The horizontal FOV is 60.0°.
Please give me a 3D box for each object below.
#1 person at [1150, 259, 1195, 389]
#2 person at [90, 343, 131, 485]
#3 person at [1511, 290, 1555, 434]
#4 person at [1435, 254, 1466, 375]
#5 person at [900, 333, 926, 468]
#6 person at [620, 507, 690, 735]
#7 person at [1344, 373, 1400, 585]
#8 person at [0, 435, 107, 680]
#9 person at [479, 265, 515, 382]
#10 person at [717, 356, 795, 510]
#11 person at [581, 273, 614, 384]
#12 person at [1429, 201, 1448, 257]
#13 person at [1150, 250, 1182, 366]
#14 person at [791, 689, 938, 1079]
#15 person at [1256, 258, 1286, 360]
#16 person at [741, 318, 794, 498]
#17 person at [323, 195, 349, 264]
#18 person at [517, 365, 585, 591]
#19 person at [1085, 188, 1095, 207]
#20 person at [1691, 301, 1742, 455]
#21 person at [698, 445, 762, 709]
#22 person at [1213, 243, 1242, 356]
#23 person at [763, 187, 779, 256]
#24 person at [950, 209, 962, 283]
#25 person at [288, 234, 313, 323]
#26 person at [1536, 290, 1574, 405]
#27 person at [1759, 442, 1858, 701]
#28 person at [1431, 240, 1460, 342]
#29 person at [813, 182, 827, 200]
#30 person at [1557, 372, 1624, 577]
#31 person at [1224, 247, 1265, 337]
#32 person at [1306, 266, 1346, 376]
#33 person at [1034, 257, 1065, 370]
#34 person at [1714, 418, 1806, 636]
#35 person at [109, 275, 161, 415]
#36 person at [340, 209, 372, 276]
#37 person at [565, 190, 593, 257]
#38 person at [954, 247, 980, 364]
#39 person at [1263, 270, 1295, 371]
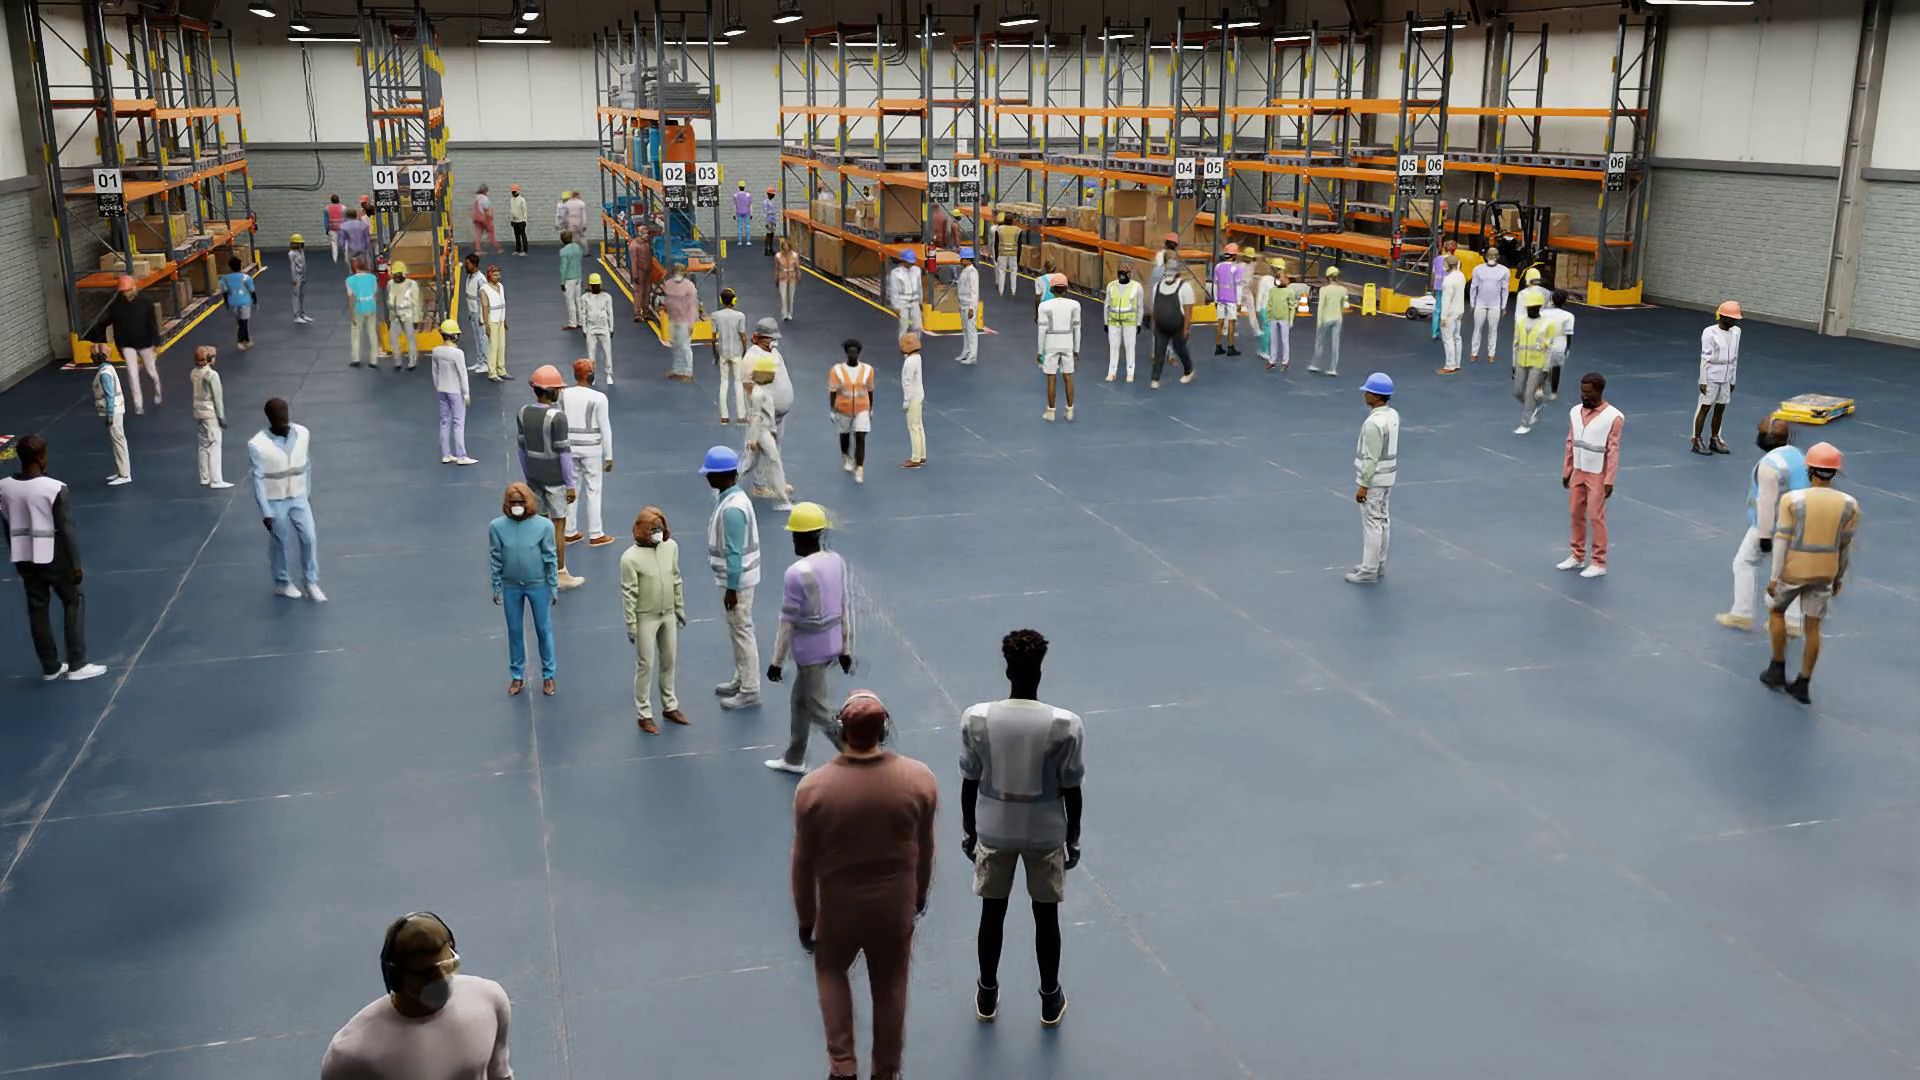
[{"bbox_3d":[3.292,-3.388,25.687,0.718,2.000,0.995,9,17,30],"label":"person"},{"bbox_3d":[-9.789,-1.453,19.172,0.315,1.641,0.515,-7,16,-25],"label":"person"},{"bbox_3d":[7.606,-2.364,22.090,0.516,1.911,0.586,-11,19,-36],"label":"person"},{"bbox_3d":[7.926,-3.634,26.839,0.378,1.929,0.626,11,18,36],"label":"person"},{"bbox_3d":[-0.576,-1.687,20.086,0.286,1.624,0.494,3,15,10],"label":"person"},{"bbox_3d":[-2.138,0.553,11.657,0.288,1.623,0.507,12,19,38],"label":"person"},{"bbox_3d":[3.800,-0.564,15.233,0.380,1.951,0.605,9,17,30],"label":"person"},{"bbox_3d":[-6.955,0.152,12.631,0.606,1.908,0.406,2,15,8],"label":"person"},{"bbox_3d":[-7.311,-3.391,26.106,0.406,1.831,0.574,4,15,14],"label":"person"},{"bbox_3d":[-2.207,-1.143,17.910,0.887,1.710,0.497,0,15,1],"label":"person"},{"bbox_3d":[-5.629,-3.277,25.858,0.486,1.736,0.320,-3,15,-10],"label":"person"},{"bbox_3d":[11.123,-6.847,38.701,0.374,2.043,0.608,0,15,0],"label":"person"},{"bbox_3d":[3.525,-3.855,27.667,0.805,1.912,0.637,11,19,37],"label":"person"},{"bbox_3d":[-0.418,1.579,7.291,0.652,1.894,0.449,-3,15,-11],"label":"person"},{"bbox_3d":[5.308,-3.930,28.283,0.534,1.740,0.478,-11,18,-35],"label":"person"},{"bbox_3d":[-2.123,-1.486,18.528,0.535,2.000,0.687,5,16,18],"label":"person"},{"bbox_3d":[-16.770,-8.371,44.817,0.634,1.842,0.429,-4,15,-16],"label":"person"},{"bbox_3d":[-3.701,-0.565,15.060,0.613,2.041,0.393,10,18,34],"label":"person"},{"bbox_3d":[3.910,-9.784,50.364,0.382,1.722,0.495,0,15,2],"label":"person"},{"bbox_3d":[9.471,-2.014,20.736,0.543,1.929,0.386,-5,16,-19],"label":"person"},{"bbox_3d":[-1.669,0.263,12.154,0.429,1.937,0.626,-3,15,-11],"label":"person"},{"bbox_3d":[4.656,-4.163,28.801,0.552,1.935,0.368,14,20,42],"label":"person"},{"bbox_3d":[-5.349,-9.031,47.138,0.383,1.928,0.545,5,16,18],"label":"person"},{"bbox_3d":[-0.091,-7.082,40.108,0.300,1.772,0.532,-3,15,-11],"label":"person"},{"bbox_3d":[-13.140,-5.209,33.119,0.323,1.738,0.488,2,15,6],"label":"person"},{"bbox_3d":[8.627,-2.805,24.213,0.540,1.667,0.804,6,16,22],"label":"person"},{"bbox_3d":[6.273,0.214,12.361,0.581,1.916,0.639,2,15,6],"label":"person"},{"bbox_3d":[8.876,-4.554,30.453,0.374,1.840,0.569,-11,18,-35],"label":"person"},{"bbox_3d":[-4.274,-9.914,50.471,0.483,1.916,0.559,-11,18,-35],"label":"person"},{"bbox_3d":[5.893,-0.622,15.545,0.401,1.906,0.598,-7,16,-25],"label":"person"},{"bbox_3d":[5.338,-4.610,30.960,0.904,1.673,0.540,12,19,39],"label":"person"},{"bbox_3d":[5.936,-3.544,26.842,0.541,1.730,0.781,-4,15,-15],"label":"person"},{"bbox_3d":[1.470,-3.700,27.241,0.506,1.843,0.351,-1,15,-3],"label":"person"},{"bbox_3d":[6.749,-0.117,13.850,0.632,1.803,0.728,-11,18,-35],"label":"person"},{"bbox_3d":[-11.642,-2.784,23.545,0.622,1.971,0.682,-4,15,-16],"label":"person"},{"bbox_3d":[-14.060,-6.760,38.688,0.651,1.892,0.781,-7,17,-26],"label":"person"},{"bbox_3d":[-10.619,-8.812,46.391,0.657,1.873,0.863,4,15,14],"label":"person"},{"bbox_3d":[0.133,-3.928,27.895,0.385,1.948,0.605,-5,16,-18],"label":"person"},{"bbox_3d":[5.240,-3.596,27.246,0.506,1.632,0.268,12,19,39],"label":"person"}]
